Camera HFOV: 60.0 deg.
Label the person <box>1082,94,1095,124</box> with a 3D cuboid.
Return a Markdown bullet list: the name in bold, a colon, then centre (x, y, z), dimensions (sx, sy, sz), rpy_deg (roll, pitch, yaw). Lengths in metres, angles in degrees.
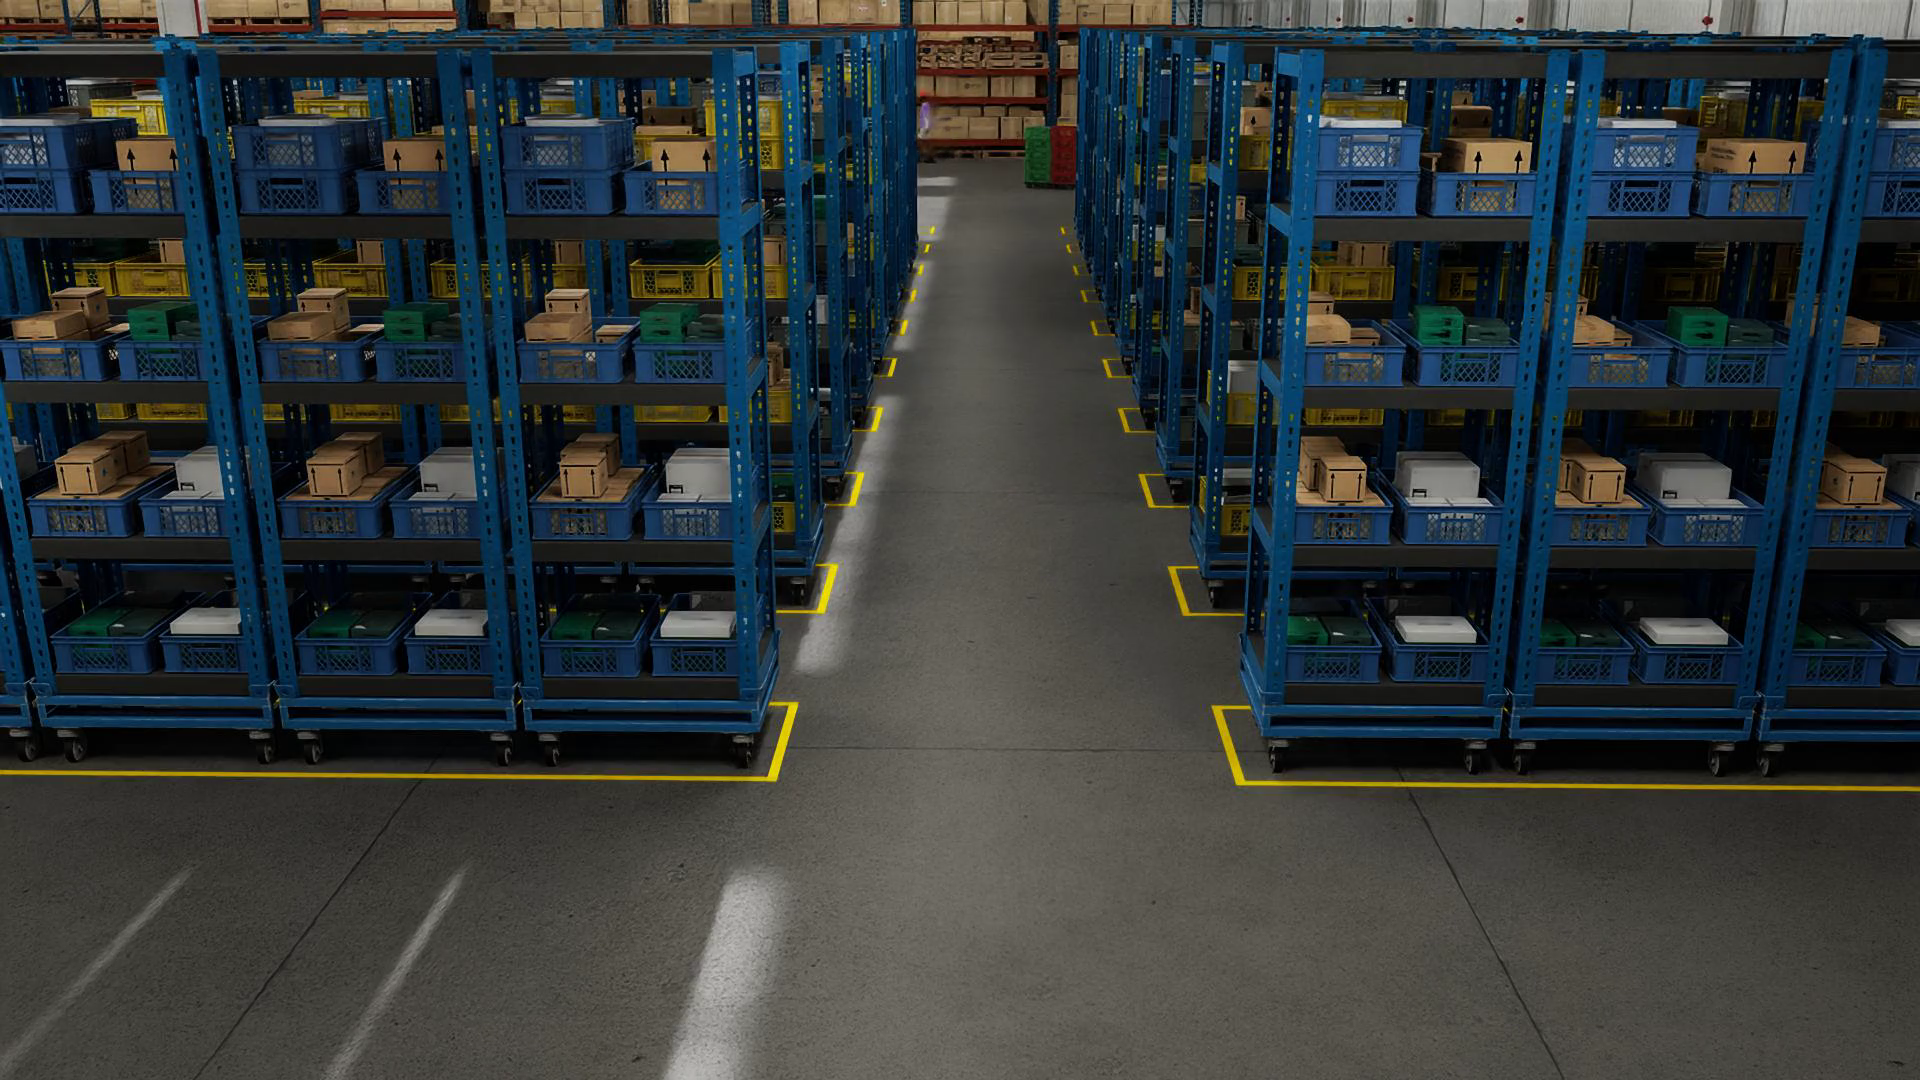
- **person**: centre (3.323, -10.502, 42.562), dimensions (0.608, 1.996, 0.381), rpy_deg (-1, 17, -4)

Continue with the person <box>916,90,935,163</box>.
- **person**: centre (-1.065, -11.010, 44.319), dimensions (0.848, 1.902, 0.583), rpy_deg (0, 17, 0)

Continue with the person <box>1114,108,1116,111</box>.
- **person**: centre (4.158, -11.134, 44.955), dimensions (0.317, 1.769, 0.522), rpy_deg (1, 17, 4)
